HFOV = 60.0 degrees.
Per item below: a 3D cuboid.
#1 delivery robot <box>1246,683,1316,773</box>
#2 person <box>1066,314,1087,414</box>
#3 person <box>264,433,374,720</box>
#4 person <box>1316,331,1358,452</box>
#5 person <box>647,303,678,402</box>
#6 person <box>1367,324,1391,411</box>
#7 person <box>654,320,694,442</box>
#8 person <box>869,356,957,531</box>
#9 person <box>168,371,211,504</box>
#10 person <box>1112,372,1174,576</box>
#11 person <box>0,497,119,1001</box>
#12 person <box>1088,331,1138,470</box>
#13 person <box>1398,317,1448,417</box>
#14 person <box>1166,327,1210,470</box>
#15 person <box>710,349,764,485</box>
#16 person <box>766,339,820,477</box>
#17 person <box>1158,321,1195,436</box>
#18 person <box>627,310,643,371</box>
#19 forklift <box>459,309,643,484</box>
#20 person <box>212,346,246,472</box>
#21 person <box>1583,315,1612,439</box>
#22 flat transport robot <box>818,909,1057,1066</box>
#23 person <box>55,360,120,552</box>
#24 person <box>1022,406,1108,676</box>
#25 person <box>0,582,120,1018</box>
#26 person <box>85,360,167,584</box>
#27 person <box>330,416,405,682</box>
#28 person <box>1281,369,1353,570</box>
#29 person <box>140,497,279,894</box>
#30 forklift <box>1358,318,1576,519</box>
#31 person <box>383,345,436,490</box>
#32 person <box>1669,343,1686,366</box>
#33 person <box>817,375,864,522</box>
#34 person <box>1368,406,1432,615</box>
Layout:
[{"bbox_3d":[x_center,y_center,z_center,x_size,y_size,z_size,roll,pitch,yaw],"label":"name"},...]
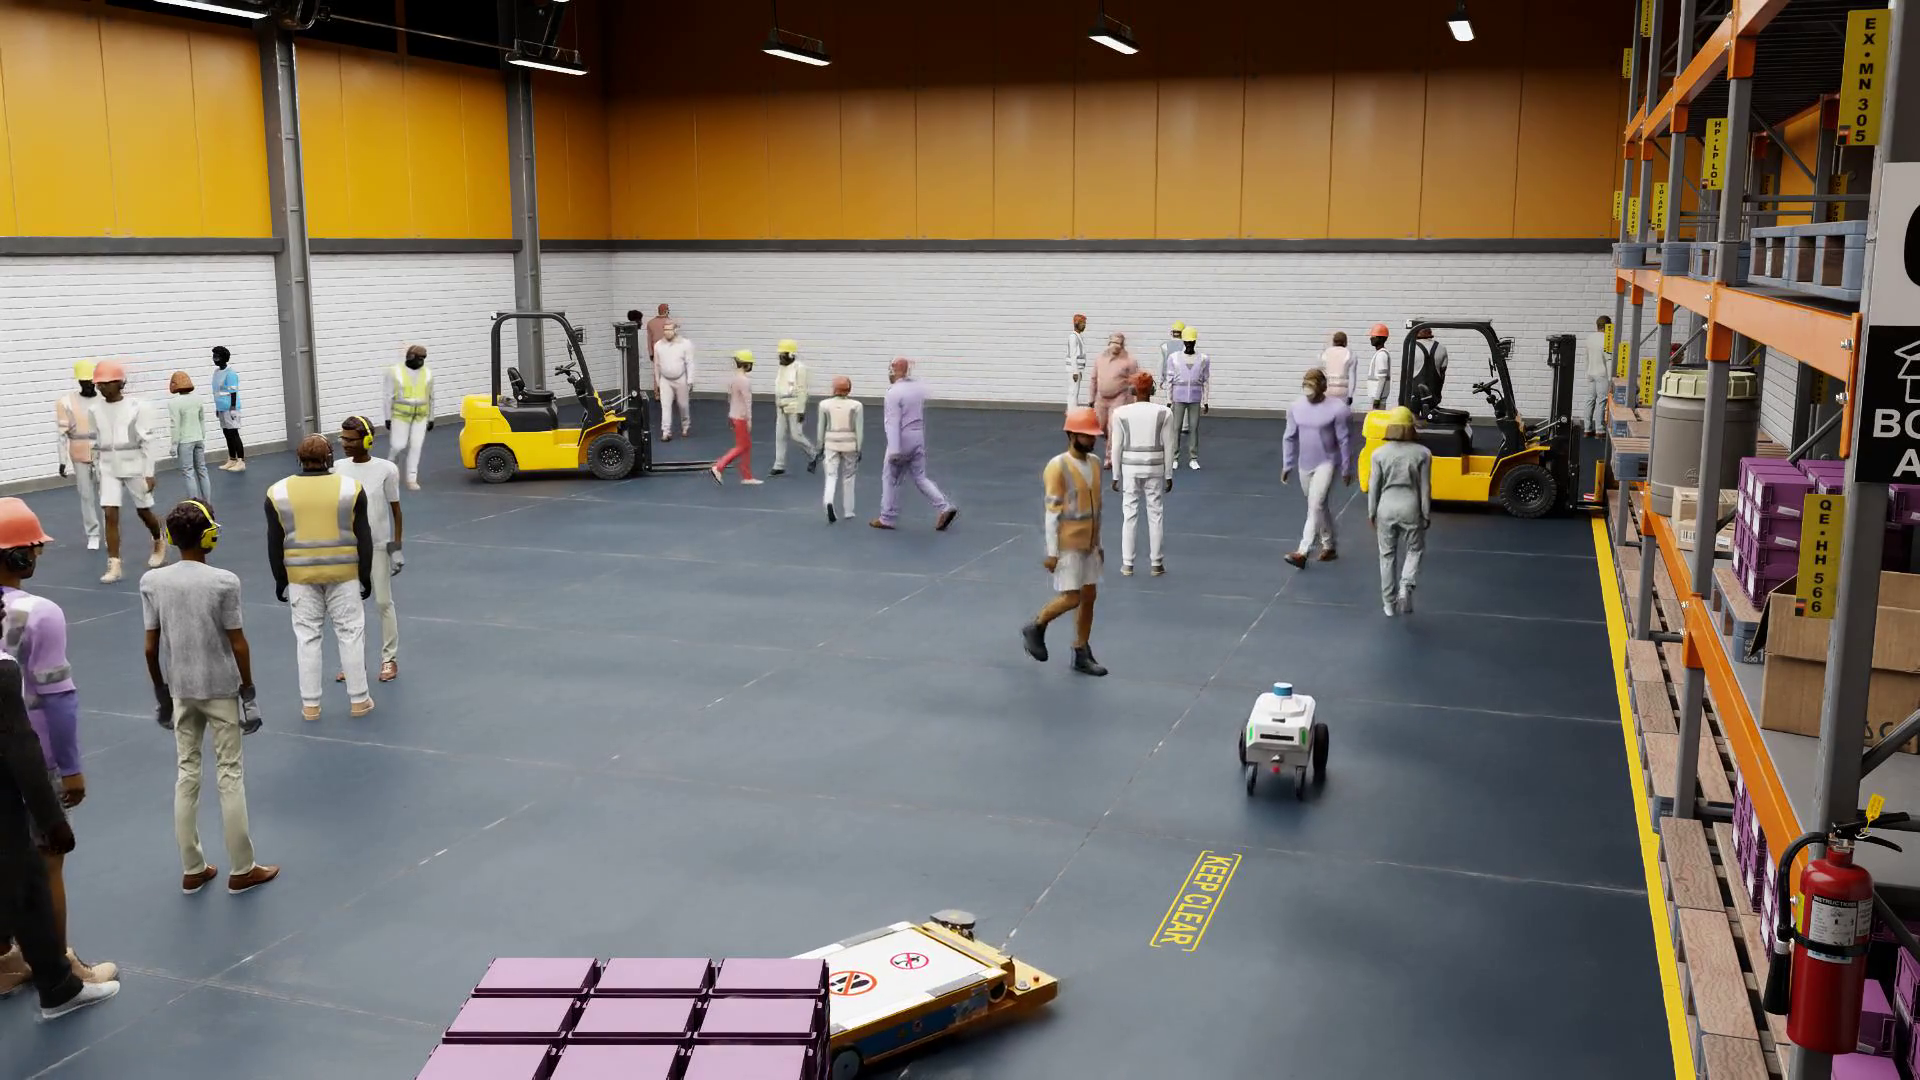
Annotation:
[{"bbox_3d":[1.818,1.052,9.397,0.477,0.478,0.707,3,10,15],"label":"delivery robot"},{"bbox_3d":[1.941,-2.816,27.713,0.354,1.886,0.572,2,10,10],"label":"person"},{"bbox_3d":[-4.078,0.236,10.650,0.624,1.844,0.430,-3,10,-15],"label":"person"},{"bbox_3d":[5.430,-2.133,24.179,0.637,1.797,0.836,5,11,26],"label":"person"},{"bbox_3d":[-5.714,-3.623,32.204,0.649,1.906,0.401,3,10,15],"label":"person"},{"bbox_3d":[5.813,-2.041,23.193,0.349,1.940,0.551,2,10,11],"label":"person"},{"bbox_3d":[-4.452,-2.495,25.965,0.640,1.873,0.946,0,10,2],"label":"person"},{"bbox_3d":[-0.521,-1.012,17.650,0.897,1.864,0.688,6,12,31],"label":"person"},{"bbox_3d":[-8.640,-1.072,18.607,0.287,1.631,0.501,3,11,17],"label":"person"},{"bbox_3d":[1.676,-0.604,15.263,0.572,1.884,0.356,1,10,7],"label":"person"},{"bbox_3d":[-3.751,0.845,6.650,0.609,2.044,0.396,3,11,17],"label":"person"},{"bbox_3d":[2.086,-1.901,22.570,0.675,1.882,0.542,6,12,31],"label":"person"},{"bbox_3d":[6.418,-2.103,23.261,0.687,2.000,0.535,-2,10,-13],"label":"person"},{"bbox_3d":[3.083,-1.899,22.501,0.601,1.937,0.429,0,10,1],"label":"person"},{"bbox_3d":[-2.810,-1.524,20.879,0.638,1.738,0.546,-4,11,-23],"label":"person"},{"bbox_3d":[-2.214,-1.736,21.825,0.692,1.815,0.625,-9,14,-43],"label":"person"},{"bbox_3d":[3.464,-2.573,26.506,0.601,1.827,0.403,4,11,20],"label":"person"},{"bbox_3d":[-5.482,-2.875,27.860,0.392,1.956,0.616,-2,10,-13],"label":"person"},{"bbox_3d":[-5.354,-1.902,21.697,2.313,2.155,1.214,-2,10,-13],"label":"forklift"},{"bbox_3d":[-9.837,-1.758,22.325,0.537,1.694,0.322,10,14,44],"label":"person"},{"bbox_3d":[10.036,-2.550,26.069,0.372,1.940,0.631,-3,11,-18],"label":"person"},{"bbox_3d":[-0.367,1.772,6.418,1.431,0.197,0.652,-8,13,-39],"label":"flat transport robot"},{"bbox_3d":[-8.554,-0.810,16.393,0.608,1.898,0.818,-5,11,-28],"label":"person"},{"bbox_3d":[0.779,0.002,11.767,0.576,1.922,0.544,9,14,43],"label":"person"},{"bbox_3d":[-3.646,1.003,6.201,0.603,1.890,0.899,8,13,37],"label":"person"},{"bbox_3d":[-7.627,-0.655,15.223,0.625,2.012,0.971,0,10,-3],"label":"person"},{"bbox_3d":[-4.124,0.063,11.564,0.519,1.865,0.335,1,10,4],"label":"person"},{"bbox_3d":[3.338,-0.674,15.670,0.622,1.873,1.041,9,14,42],"label":"person"},{"bbox_3d":[-3.524,0.731,7.779,0.517,1.874,0.327,1,10,5],"label":"person"},{"bbox_3d":[5.787,-1.437,19.079,2.313,2.155,1.214,3,11,19],"label":"forklift"},{"bbox_3d":[-6.860,-1.529,20.728,0.664,1.807,0.547,-7,13,-36],"label":"person"},{"bbox_3d":[8.658,-1.496,20.415,0.389,1.837,0.563,0,10,-1],"label":"person"},{"bbox_3d":[-1.322,-0.996,18.239,0.521,1.619,0.699,1,10,5],"label":"person"},{"bbox_3d":[3.572,-0.228,13.543,0.509,1.728,0.391,3,11,17],"label":"person"}]
